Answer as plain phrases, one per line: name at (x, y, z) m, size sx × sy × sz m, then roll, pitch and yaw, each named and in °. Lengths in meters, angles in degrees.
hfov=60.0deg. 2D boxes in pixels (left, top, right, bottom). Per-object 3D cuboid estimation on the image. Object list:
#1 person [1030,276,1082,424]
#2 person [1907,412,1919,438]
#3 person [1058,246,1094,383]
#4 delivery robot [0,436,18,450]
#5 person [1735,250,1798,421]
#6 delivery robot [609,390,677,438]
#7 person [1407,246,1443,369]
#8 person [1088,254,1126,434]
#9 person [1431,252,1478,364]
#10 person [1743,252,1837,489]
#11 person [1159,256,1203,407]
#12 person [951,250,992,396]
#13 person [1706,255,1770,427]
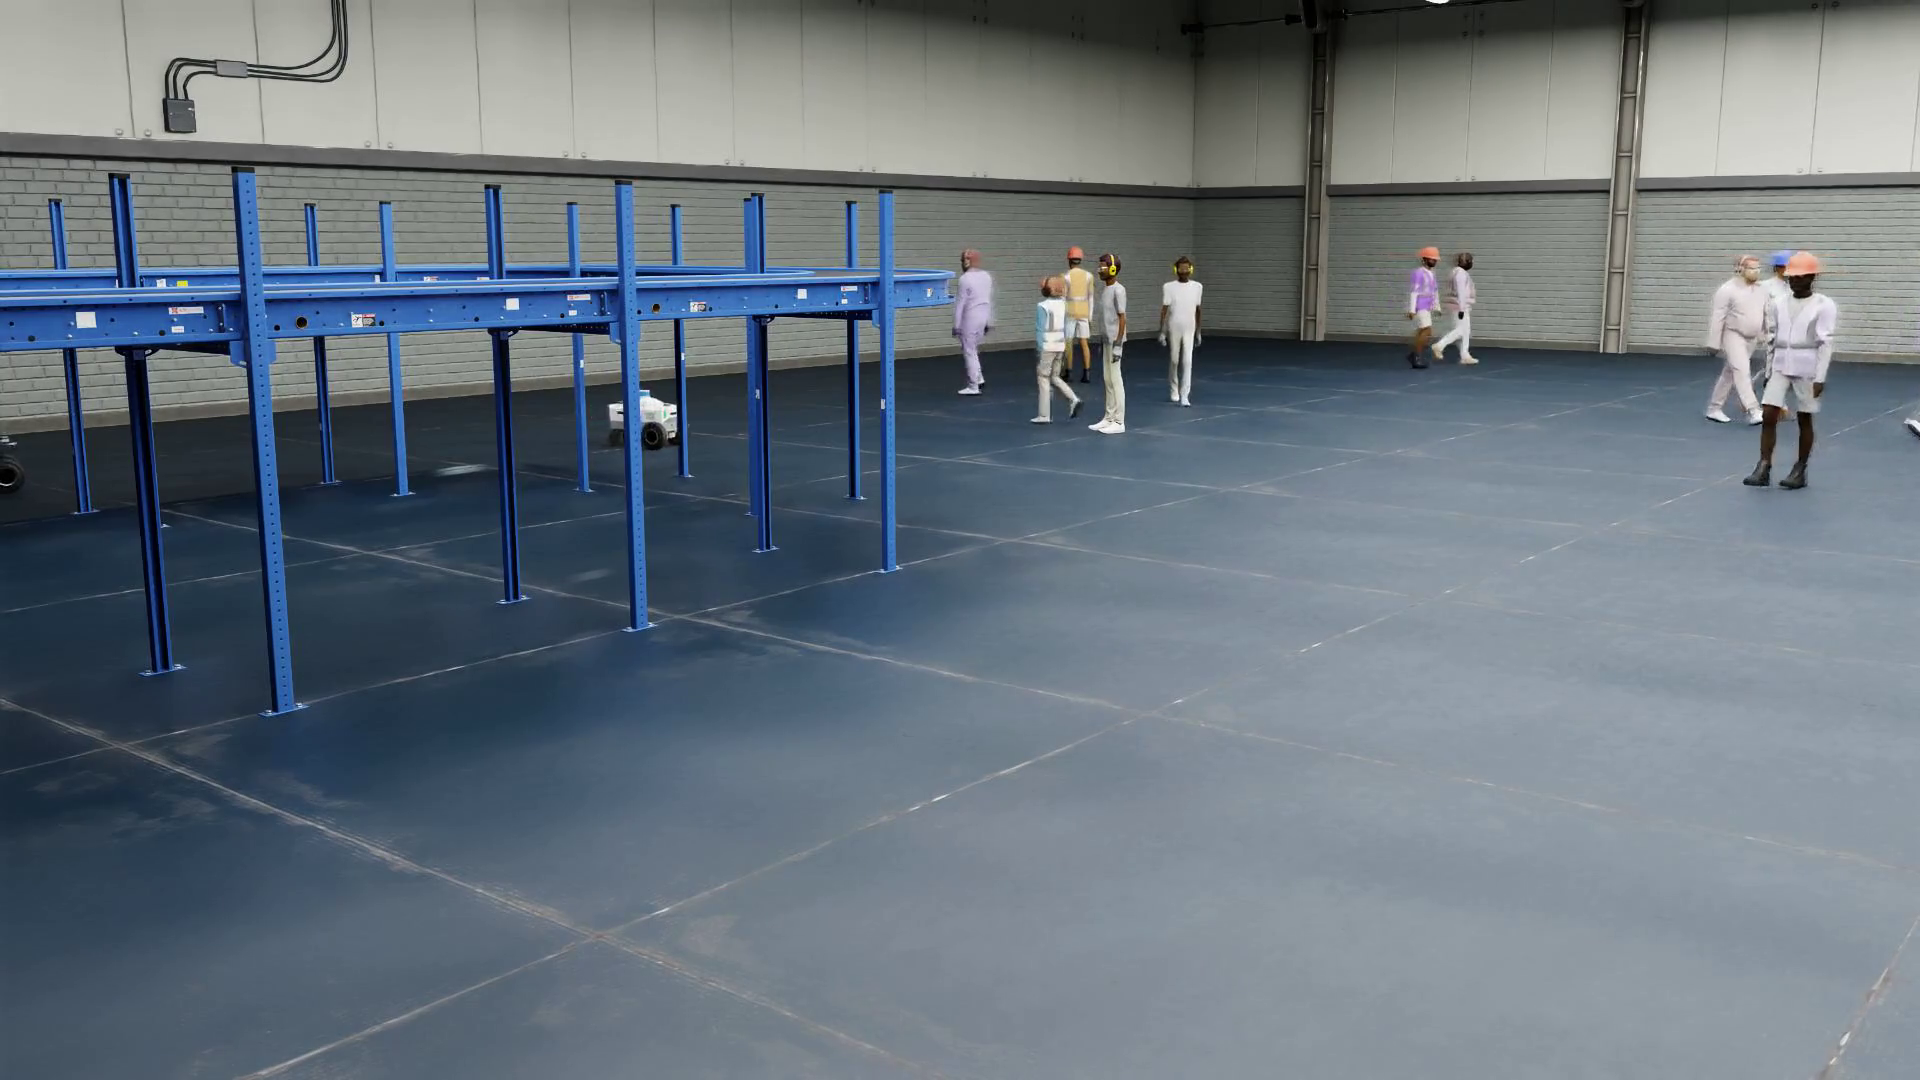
person at (1.046, -2.084, 18.316) m, size 0.475 × 1.626 × 0.520 m, roll 8°, pitch 13°, yaw 36°
person at (10.007, -1.897, 16.527) m, size 0.921 × 1.896 × 0.596 m, roll 2°, pitch 10°, yaw 10°
person at (1.641, -3.231, 23.801) m, size 0.545 × 1.942 × 0.367 m, roll -3°, pitch 11°, yaw -18°
delivery robot at (-8.013, -0.823, 13.413) m, size 0.698 × 0.223 × 0.335 m, roll -7°, pitch 12°, yaw -34°
person at (9.247, -2.346, 18.965) m, size 0.620 × 1.918 × 0.923 m, roll -4°, pitch 11°, yaw -21°
delivery robot at (-3.108, -1.235, 16.419) m, size 0.707 × 0.478 × 0.477 m, roll 5°, pitch 11°, yaw 23°
person at (7.331, -3.656, 26.196) m, size 0.458 × 1.915 × 0.559 m, roll 8°, pitch 13°, yaw 36°
person at (1.581, -2.067, 17.522) m, size 0.334 × 1.873 × 0.521 m, roll -2°, pitch 10°, yaw -12°
person at (8.171, -3.806, 27.301) m, size 0.670 × 1.822 × 0.628 m, roll 3°, pitch 11°, yaw 14°
person at (6.688, -1.350, 13.429) m, size 0.808 × 1.908 × 0.578 m, roll -7°, pitch 13°, yaw -36°
person at (2.730, -2.601, 20.599) m, size 0.529 × 1.837 × 0.917 m, roll 0°, pitch 10°, yaw 2°
person at (0.119, -2.840, 21.753) m, size 0.452 × 1.887 × 0.670 m, roll 7°, pitch 13°, yaw 35°
person at (8.595, -2.178, 18.195) m, size 0.649 × 1.847 × 1.033 m, roll -5°, pitch 11°, yaw -25°
